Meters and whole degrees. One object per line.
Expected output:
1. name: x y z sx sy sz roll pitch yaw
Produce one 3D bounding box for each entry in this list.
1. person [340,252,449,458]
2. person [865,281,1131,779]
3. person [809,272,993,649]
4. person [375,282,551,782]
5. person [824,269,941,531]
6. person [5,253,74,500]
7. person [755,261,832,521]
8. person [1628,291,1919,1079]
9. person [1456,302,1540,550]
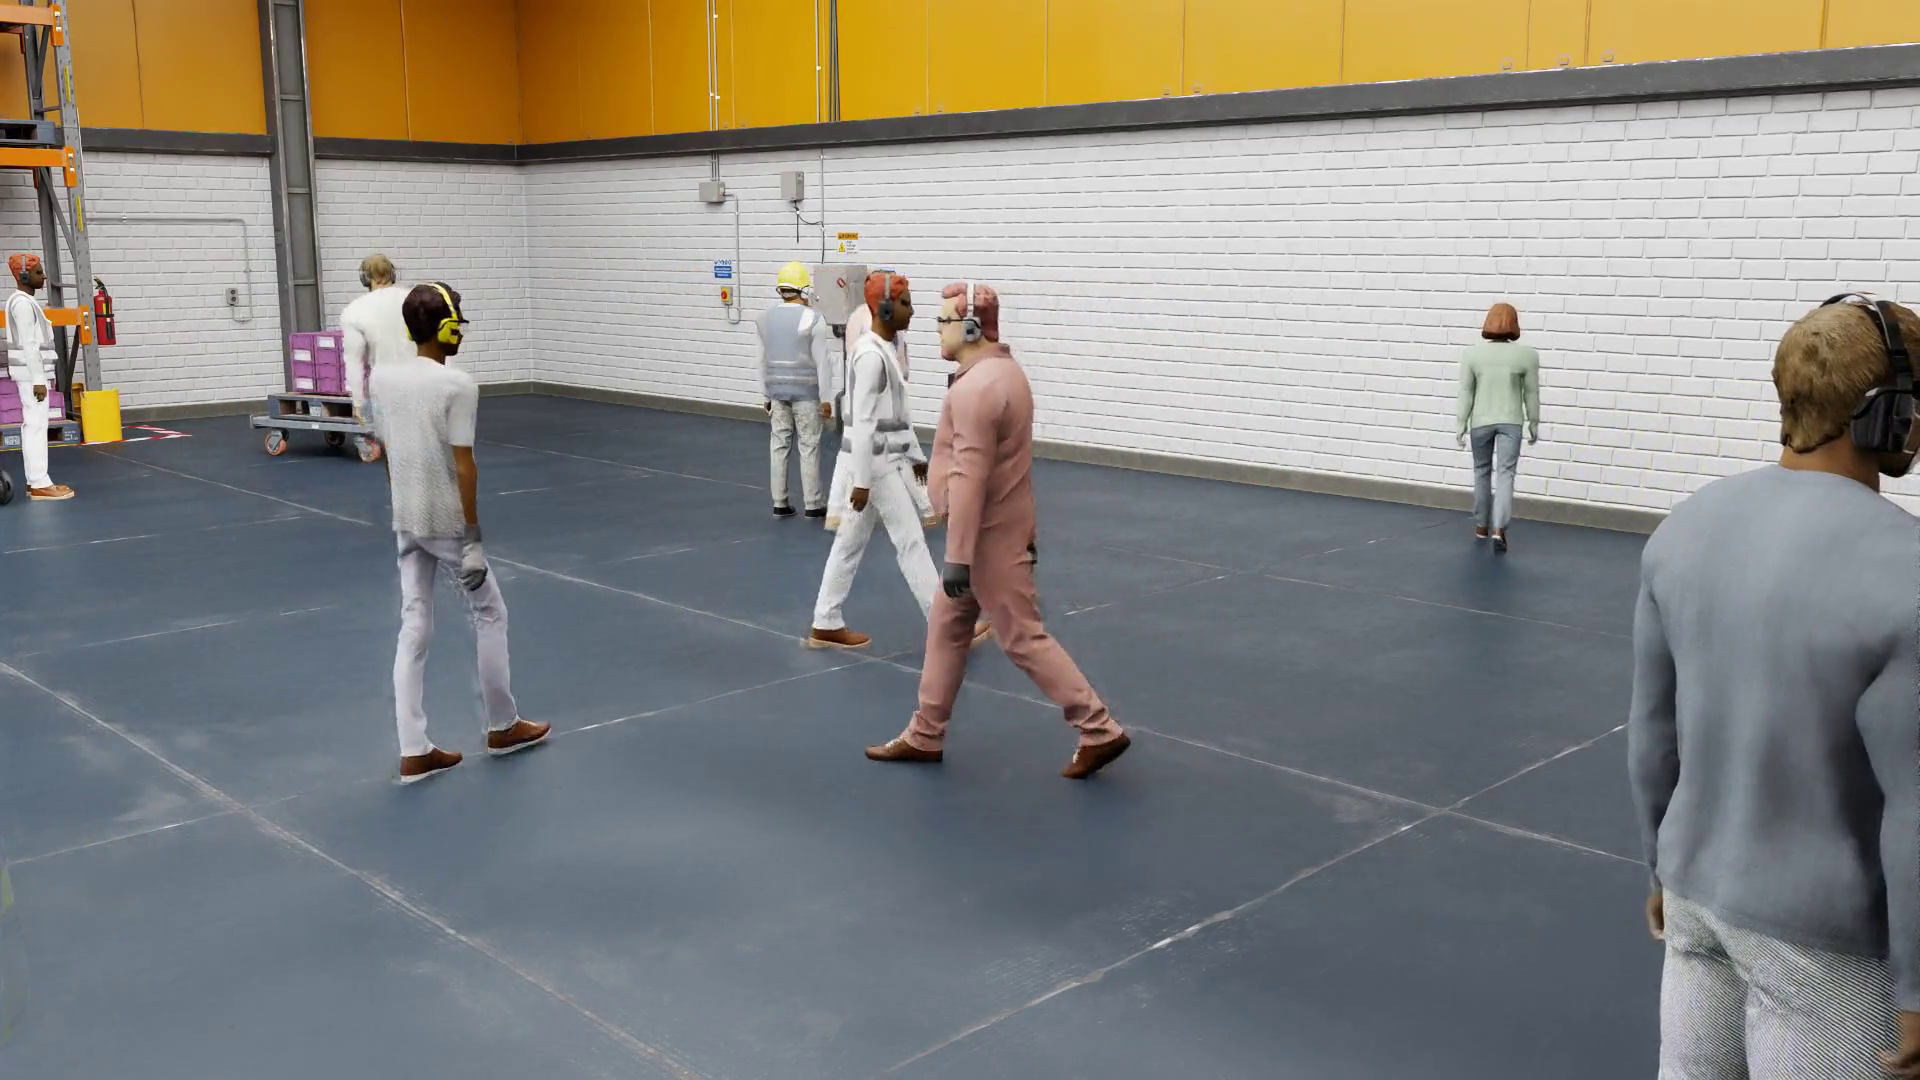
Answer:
1. person: -3.795 -0.975 11.224 0.672 1.907 0.524 -7 13 -34
2. person: 0.155 -0.028 6.190 0.994 1.865 0.644 1 10 8
3. person: -0.298 -0.354 8.022 0.973 1.837 0.594 -1 10 -3
4. person: -1.901 -0.048 6.334 0.564 1.841 0.797 5 12 26
5. person: -0.507 -0.942 11.380 0.970 1.786 0.621 -5 11 -24
6. person: -7.107 -1.249 12.784 0.349 1.882 0.584 -7 12 -32
7. person: -1.155 -1.047 11.810 0.592 1.837 0.404 5 12 25
8. person: 1.295 0.591 2.600 0.379 1.940 0.629 -3 11 -15
9. person: 3.507 -0.754 10.862 0.512 1.600 0.809 4 11 23
